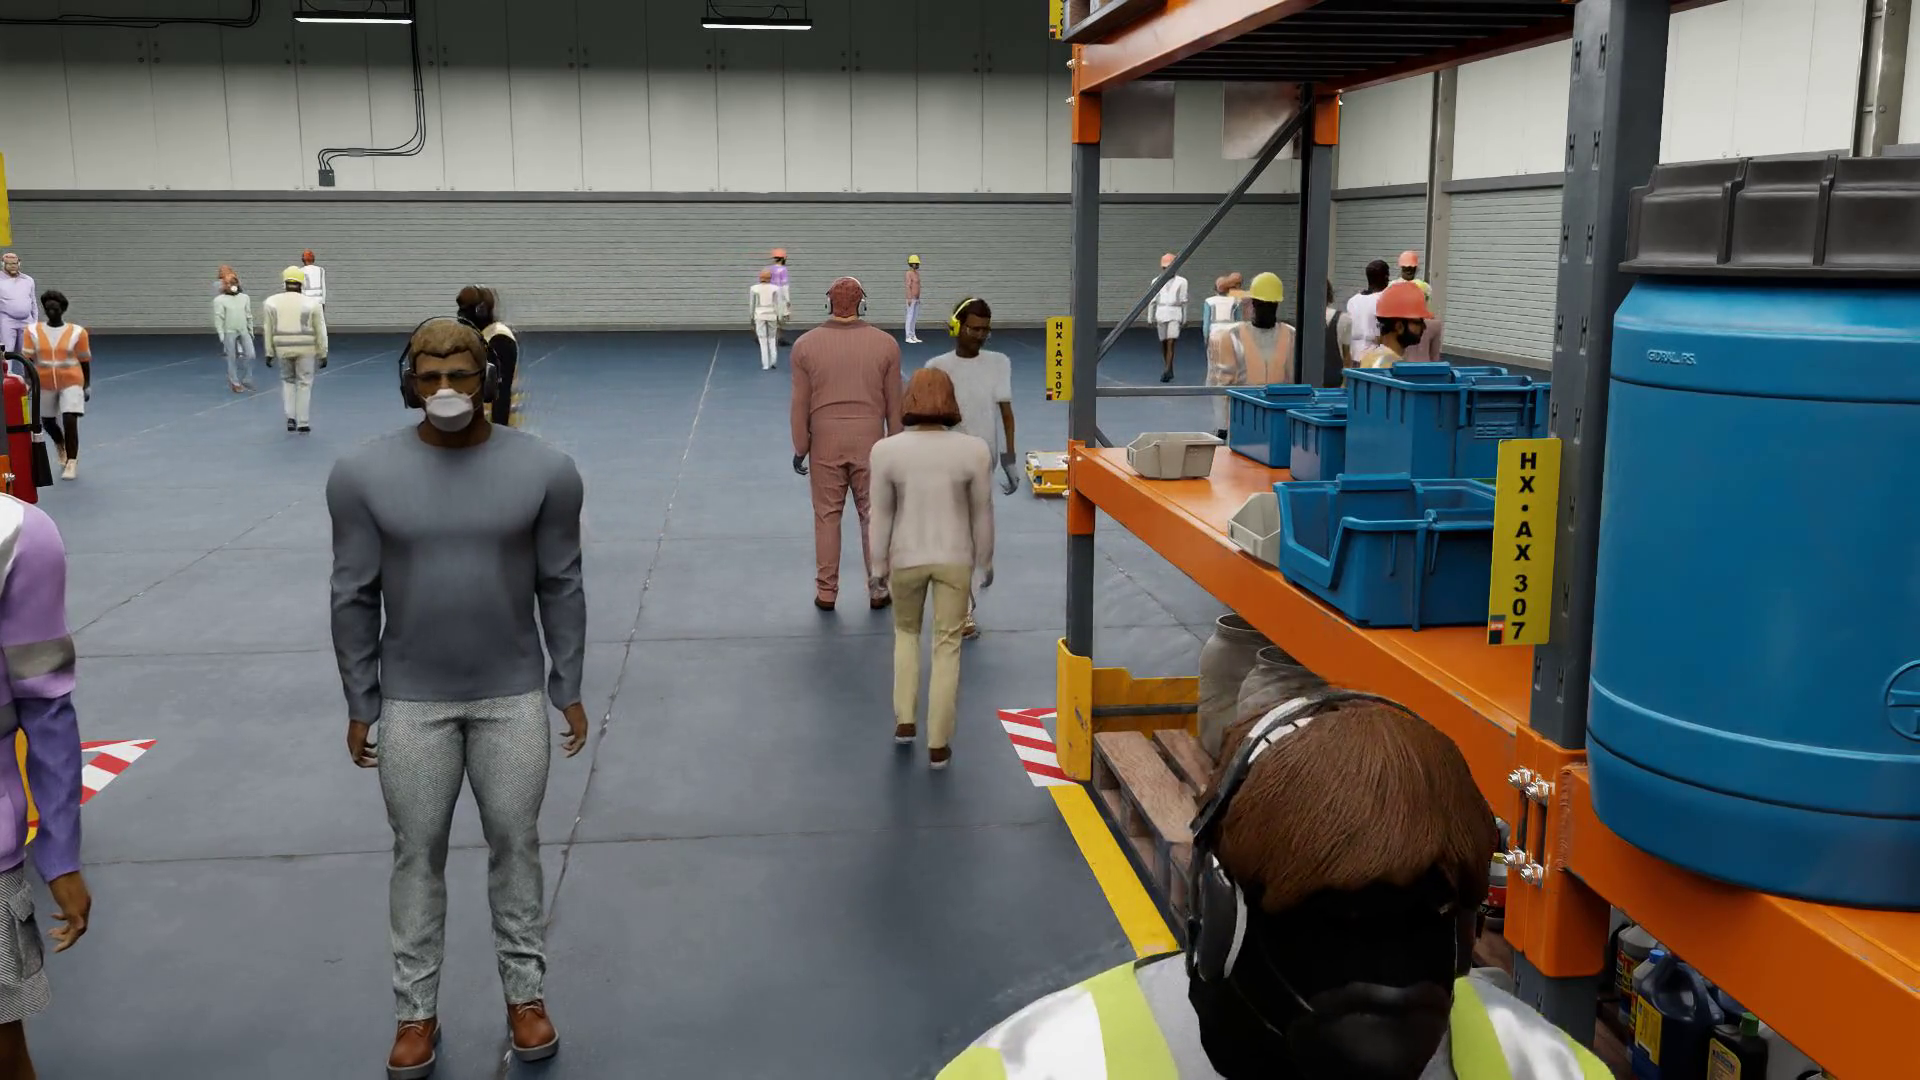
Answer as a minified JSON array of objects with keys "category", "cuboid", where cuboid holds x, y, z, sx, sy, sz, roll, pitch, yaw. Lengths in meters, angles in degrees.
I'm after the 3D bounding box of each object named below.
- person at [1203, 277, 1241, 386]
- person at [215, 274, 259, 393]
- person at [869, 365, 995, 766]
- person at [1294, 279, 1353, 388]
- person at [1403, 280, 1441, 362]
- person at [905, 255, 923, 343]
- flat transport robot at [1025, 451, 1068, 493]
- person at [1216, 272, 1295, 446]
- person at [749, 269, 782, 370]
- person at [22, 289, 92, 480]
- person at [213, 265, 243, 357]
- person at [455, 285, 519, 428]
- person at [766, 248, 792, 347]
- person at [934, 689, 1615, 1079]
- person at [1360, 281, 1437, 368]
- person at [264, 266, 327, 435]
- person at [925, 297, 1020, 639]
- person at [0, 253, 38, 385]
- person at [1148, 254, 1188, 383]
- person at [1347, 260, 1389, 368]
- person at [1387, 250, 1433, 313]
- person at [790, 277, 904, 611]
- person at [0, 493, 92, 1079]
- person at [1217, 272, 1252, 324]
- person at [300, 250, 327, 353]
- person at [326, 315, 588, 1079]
[{"category":"person","cuboid":[3.497,-2.703,22.219,0.536,1.589,0.880,-1,10,-3]},{"category":"person","cuboid":[-9.834,-2.798,22.655,0.538,1.614,0.539,9,14,41]},{"category":"person","cuboid":[-0.105,0.096,6.830,0.504,1.618,0.558,1,10,6]},{"category":"person","cuboid":[3.124,-1.357,14.315,0.522,1.796,0.993,-2,10,-9]},{"category":"person","cuboid":[3.943,-1.382,14.563,0.543,1.763,0.419,-4,11,-20]},{"category":"person","cuboid":[-0.925,-4.856,33.548,0.314,1.767,0.534,4,11,21]},{"category":"flat transport robot","cuboid":[0.921,-0.588,14.249,0.652,0.197,1.431,0,10,-1]},{"category":"person","cuboid":[1.990,-0.834,11.122,0.594,1.906,0.754,-1,10,-4]},{"category":"person","cuboid":[-3.142,-3.545,26.787,0.512,1.614,0.638,-3,11,-14]},{"category":"person","cuboid":[-8.003,-1.394,14.804,0.543,1.676,0.707,-3,11,-17]},{"category":"person","cuboid":[-13.021,-4.076,29.626,0.499,1.636,0.284,-10,14,-43]},{"category":"person","cuboid":[-3.079,-0.787,11.083,0.751,1.823,0.626,-9,14,-41]},{"category":"person","cuboid":[-3.547,-4.689,32.215,0.598,1.919,0.561,-8,13,-36]},{"category":"person","cuboid":[0.236,0.980,1.444,0.622,1.815,0.815,-1,10,-5]},{"category":"person","cuboid":[2.068,-0.344,8.400,0.788,1.919,0.546,0,10,1]},{"category":"person","cuboid":[-7.160,-2.049,18.014,0.630,1.814,0.520,-1,10,-4]},{"category":"person","cuboid":[0.041,-0.434,9.204,0.487,1.818,0.959,-3,11,-16]},{"category":"person","cuboid":[-13.144,-3.030,23.161,0.402,1.904,0.651,8,13,36]},{"category":"person","cuboid":[3.096,-3.309,24.743,0.562,1.893,0.998,3,11,17]},{"category":"person","cuboid":[3.803,-1.629,15.437,0.399,1.920,0.590,-6,12,-28]},{"category":"person","cuboid":[5.182,-2.383,19.407,0.620,1.978,0.532,1,10,5]},{"category":"person","cuboid":[-0.642,-0.545,9.531,0.652,1.906,0.402,-1,10,-5]},{"category":"person","cuboid":[-1.916,0.574,3.015,0.605,2.045,0.378,-4,11,-22]},{"category":"person","cuboid":[3.943,-3.044,23.986,0.538,1.624,0.392,1,10,6]},{"category":"person","cuboid":[-11.942,-4.385,30.645,0.356,1.883,0.573,7,12,33]},{"category":"person","cuboid":[-1.264,0.400,4.261,0.628,1.940,0.377,-3,11,-17]}]
